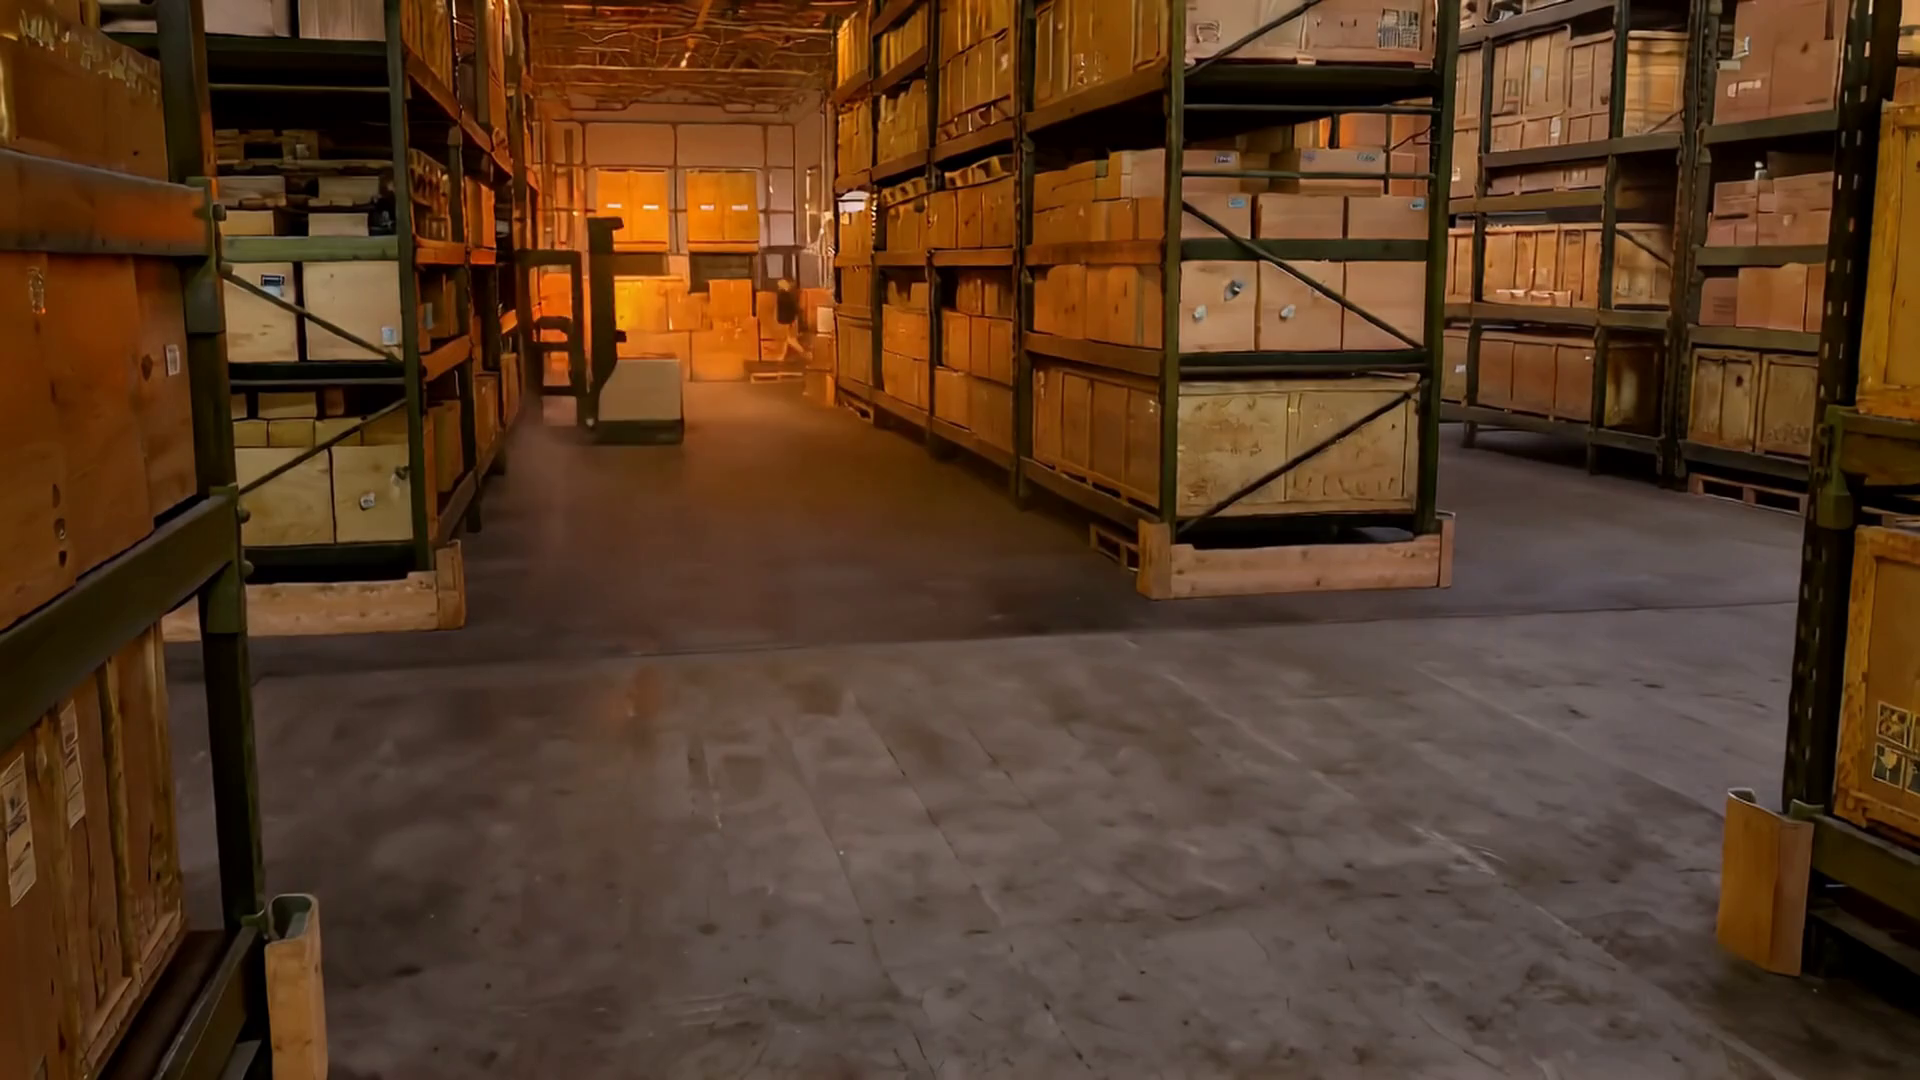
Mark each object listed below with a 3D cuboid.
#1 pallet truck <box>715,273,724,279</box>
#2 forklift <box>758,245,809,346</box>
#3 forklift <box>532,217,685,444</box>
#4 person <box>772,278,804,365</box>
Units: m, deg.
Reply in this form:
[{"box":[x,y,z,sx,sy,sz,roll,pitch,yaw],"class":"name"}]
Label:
[{"box":[-8.580,-8.986,62.280,1.885,1.965,0.823,1,9,5],"class":"pallet truck"},{"box":[-5.014,-6.667,45.464,1.129,2.768,1.873,4,10,21],"class":"forklift"},{"box":[-4.481,-2.657,21.021,1.873,2.768,1.129,-2,10,-12],"class":"forklift"},{"box":[-3.916,-4.945,37.719,0.759,1.975,0.632,-5,11,-28],"class":"person"}]
